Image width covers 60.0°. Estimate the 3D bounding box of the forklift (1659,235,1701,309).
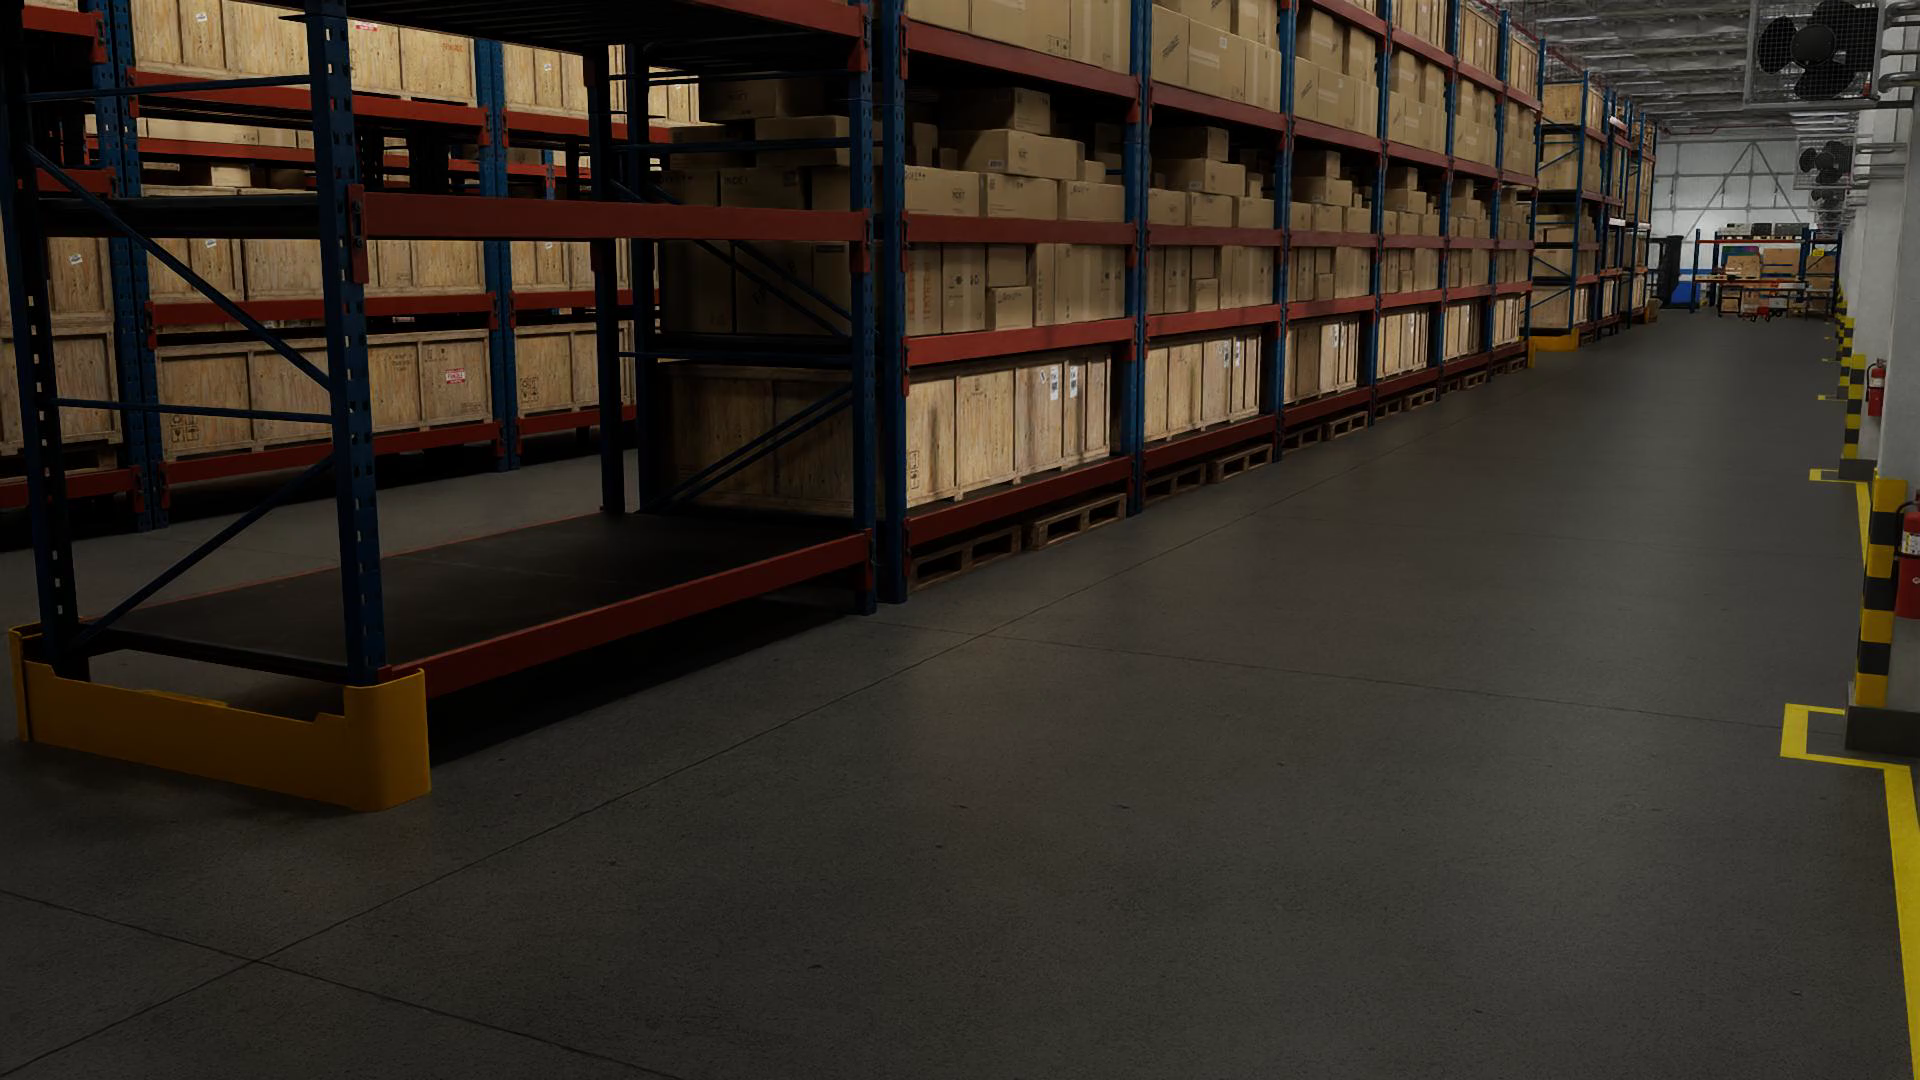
[{"bbox_3d":[26.905,-10.093,62.780,1.873,2.768,1.129,1,10,8],"label":"forklift"}]
